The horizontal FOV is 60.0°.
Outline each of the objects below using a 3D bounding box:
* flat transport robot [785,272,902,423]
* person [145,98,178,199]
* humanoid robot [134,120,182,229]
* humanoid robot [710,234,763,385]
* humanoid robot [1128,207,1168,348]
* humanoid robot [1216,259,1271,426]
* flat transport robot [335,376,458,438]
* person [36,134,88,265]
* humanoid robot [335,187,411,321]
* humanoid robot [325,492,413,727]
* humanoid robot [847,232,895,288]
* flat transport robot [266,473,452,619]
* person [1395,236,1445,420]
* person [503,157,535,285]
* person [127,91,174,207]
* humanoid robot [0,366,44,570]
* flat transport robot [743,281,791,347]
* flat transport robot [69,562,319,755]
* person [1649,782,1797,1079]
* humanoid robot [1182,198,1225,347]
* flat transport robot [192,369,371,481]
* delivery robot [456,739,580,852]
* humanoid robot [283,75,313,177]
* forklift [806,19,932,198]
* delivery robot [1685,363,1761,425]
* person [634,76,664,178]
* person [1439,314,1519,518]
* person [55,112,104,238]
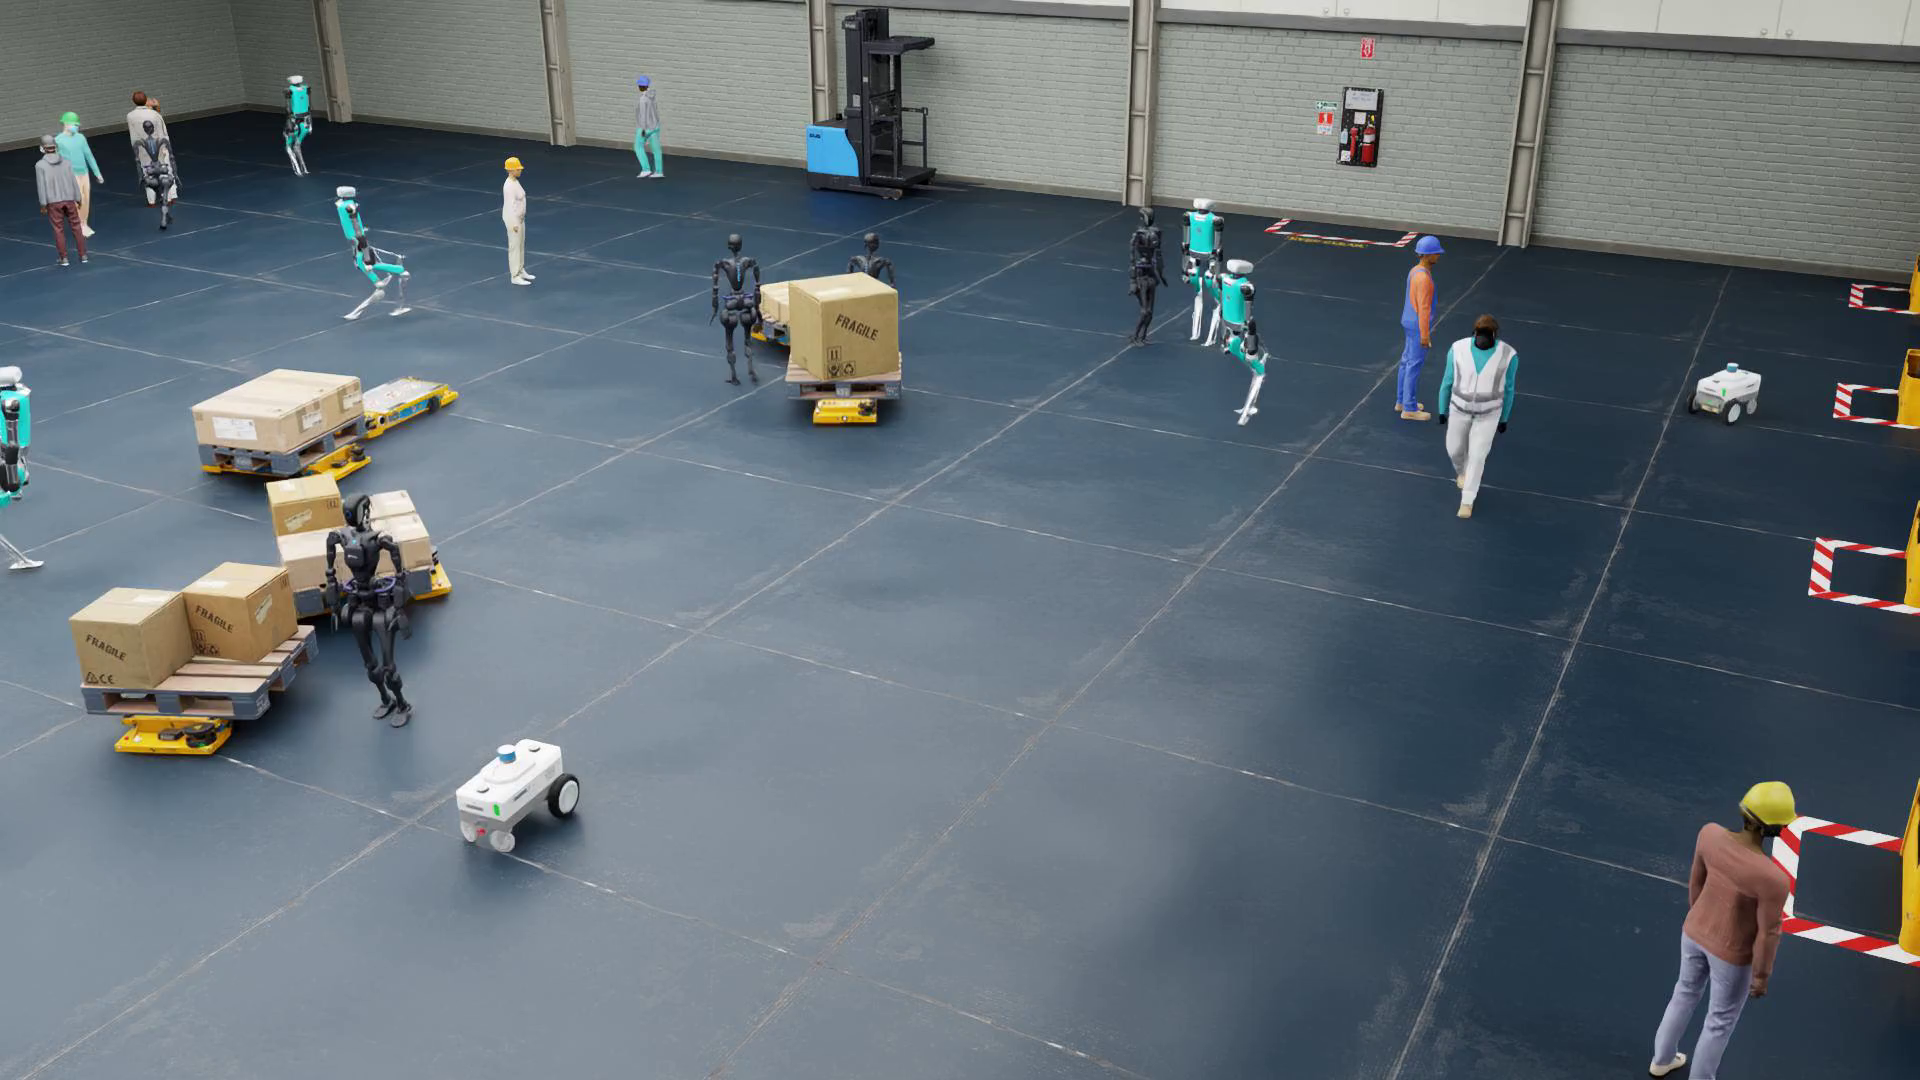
[{"bbox_3d":[-1.228,-1.560,17.794,0.659,0.231,1.431,-1,23,-2],"label":"flat transport robot"},{"bbox_3d":[-13.193,-6.453,27.444,0.304,1.640,0.522,-11,26,-24],"label":"person"},{"bbox_3d":[-12.292,-5.590,25.494,0.609,1.617,0.790,-12,26,-25],"label":"humanoid robot"},{"bbox_3d":[-2.465,-2.541,18.301,0.598,1.649,0.324,-10,25,-22],"label":"humanoid robot"},{"bbox_3d":[2.208,-3.102,19.596,0.608,1.656,0.353,-21,31,-40],"label":"humanoid robot"},{"bbox_3d":[3.010,-2.038,17.042,0.866,1.772,0.598,-12,26,-26],"label":"humanoid robot"},{"bbox_3d":[-5.977,-1.398,17.417,0.659,0.231,1.431,9,25,20],"label":"flat transport robot"},{"bbox_3d":[-12.624,-4.777,23.340,0.551,1.806,0.381,-21,31,-39],"label":"person"},{"bbox_3d":[-7.211,-3.520,20.539,1.058,1.737,0.541,-16,28,-32],"label":"humanoid robot"},{"bbox_3d":[-4.000,0.470,11.276,0.597,1.650,0.413,3,23,7],"label":"humanoid robot"},{"bbox_3d":[-0.991,-2.568,18.349,0.610,1.657,0.306,5,24,11],"label":"humanoid robot"},{"bbox_3d":[-4.843,0.381,13.277,1.431,0.231,0.659,-11,26,-24],"label":"flat transport robot"},{"bbox_3d":[4.753,-2.198,17.202,0.362,1.910,0.515,1,23,2],"label":"person"},{"bbox_3d":[-5.952,-4.284,22.334,0.335,1.694,0.482,-1,23,-3],"label":"person"},{"bbox_3d":[-13.096,-6.309,26.874,0.503,1.832,0.365,-12,26,-26],"label":"person"},{"bbox_3d":[-7.870,-0.468,13.483,0.876,1.854,0.530,-8,25,-18],"label":"humanoid robot"},{"bbox_3d":[-1.801,-2.429,19.818,1.431,0.231,0.659,21,31,40],"label":"flat transport robot"},{"bbox_3d":[-5.254,1.074,11.663,0.659,0.231,1.431,1,23,3],"label":"flat transport robot"},{"bbox_3d":[3.626,1.906,7.841,0.359,1.756,0.541,-10,25,-21],"label":"person"},{"bbox_3d":[2.948,-3.212,19.728,0.543,1.752,0.671,16,28,33],"label":"humanoid robot"},{"bbox_3d":[-6.476,-0.786,15.992,1.431,0.231,0.659,7,24,15],"label":"flat transport robot"},{"bbox_3d":[-2.747,1.534,10.238,0.513,0.601,0.773,9,25,20],"label":"delivery robot"},{"bbox_3d":[-11.737,-7.260,29.238,0.810,1.799,0.550,12,26,27],"label":"humanoid robot"},{"bbox_3d":[-1.573,-7.292,27.850,1.873,2.768,1.129,12,26,25],"label":"forklift"},{"bbox_3d":[8.039,-1.557,17.410,0.767,0.583,0.499,-16,28,-32],"label":"delivery robot"},{"bbox_3d":[-5.464,-7.200,29.026,0.533,1.762,0.527,9,25,20],"label":"person"},{"bbox_3d":[4.618,-1.163,14.909,0.631,1.818,0.746,11,25,23],"label":"person"},{"bbox_3d":[-13.191,-5.458,24.882,0.617,1.837,0.546,12,26,25],"label":"person"}]
